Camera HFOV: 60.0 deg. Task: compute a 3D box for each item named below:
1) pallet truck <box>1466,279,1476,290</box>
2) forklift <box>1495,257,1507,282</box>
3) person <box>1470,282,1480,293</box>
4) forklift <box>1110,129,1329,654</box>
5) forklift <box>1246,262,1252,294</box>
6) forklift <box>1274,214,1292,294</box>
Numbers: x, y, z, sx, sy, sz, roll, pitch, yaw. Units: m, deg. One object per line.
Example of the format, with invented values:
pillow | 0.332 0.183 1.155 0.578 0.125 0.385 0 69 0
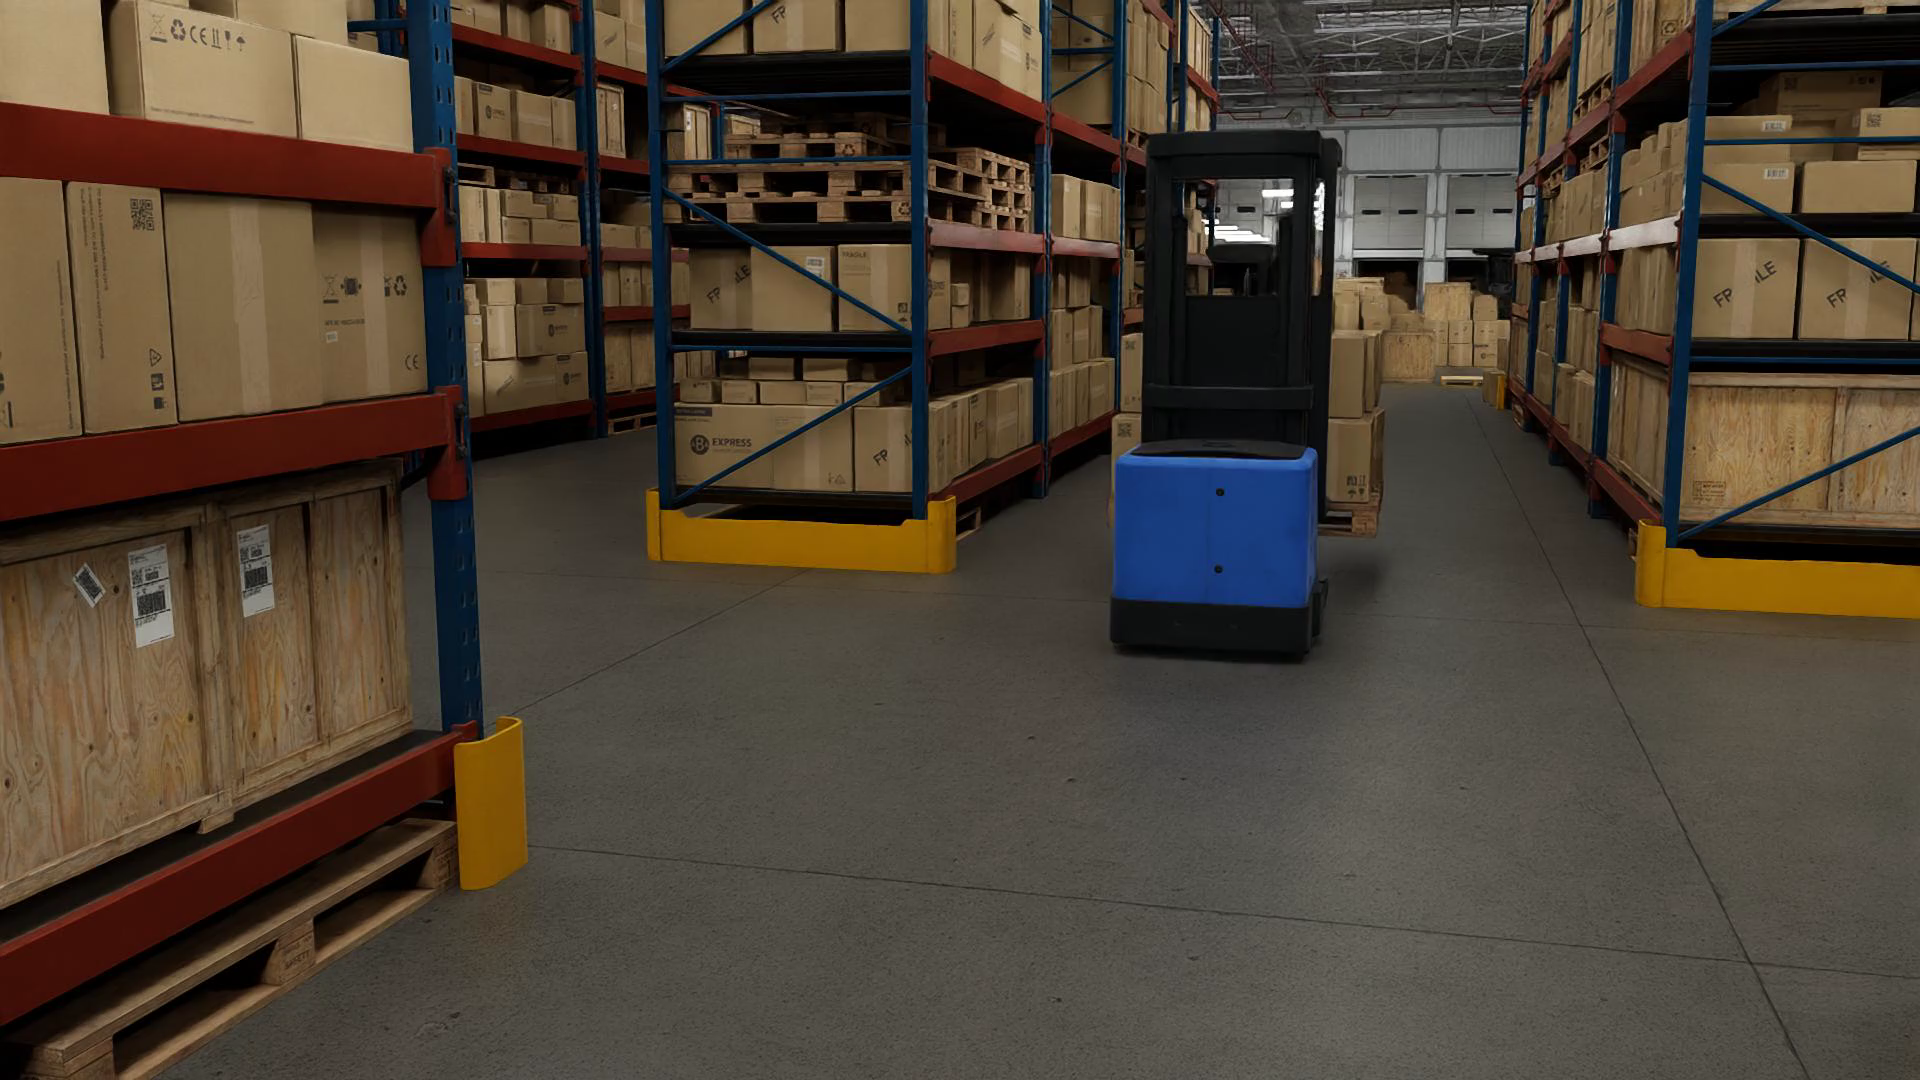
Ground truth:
pallet truck | 18.896 -8.459 60.307 1.885 1.965 0.823 5 10 31
forklift | 14.713 -6.386 44.345 1.873 2.768 1.129 -6 11 -34
person | 14.742 -6.491 48.054 0.627 1.913 0.603 -1 9 -5
forklift | 1.530 -0.892 9.442 1.129 2.768 1.873 2 9 15
forklift | 10.551 -8.662 58.805 1.129 2.768 1.873 2 9 15
forklift | 4.253 -2.787 21.481 1.873 2.768 1.129 2 9 15
